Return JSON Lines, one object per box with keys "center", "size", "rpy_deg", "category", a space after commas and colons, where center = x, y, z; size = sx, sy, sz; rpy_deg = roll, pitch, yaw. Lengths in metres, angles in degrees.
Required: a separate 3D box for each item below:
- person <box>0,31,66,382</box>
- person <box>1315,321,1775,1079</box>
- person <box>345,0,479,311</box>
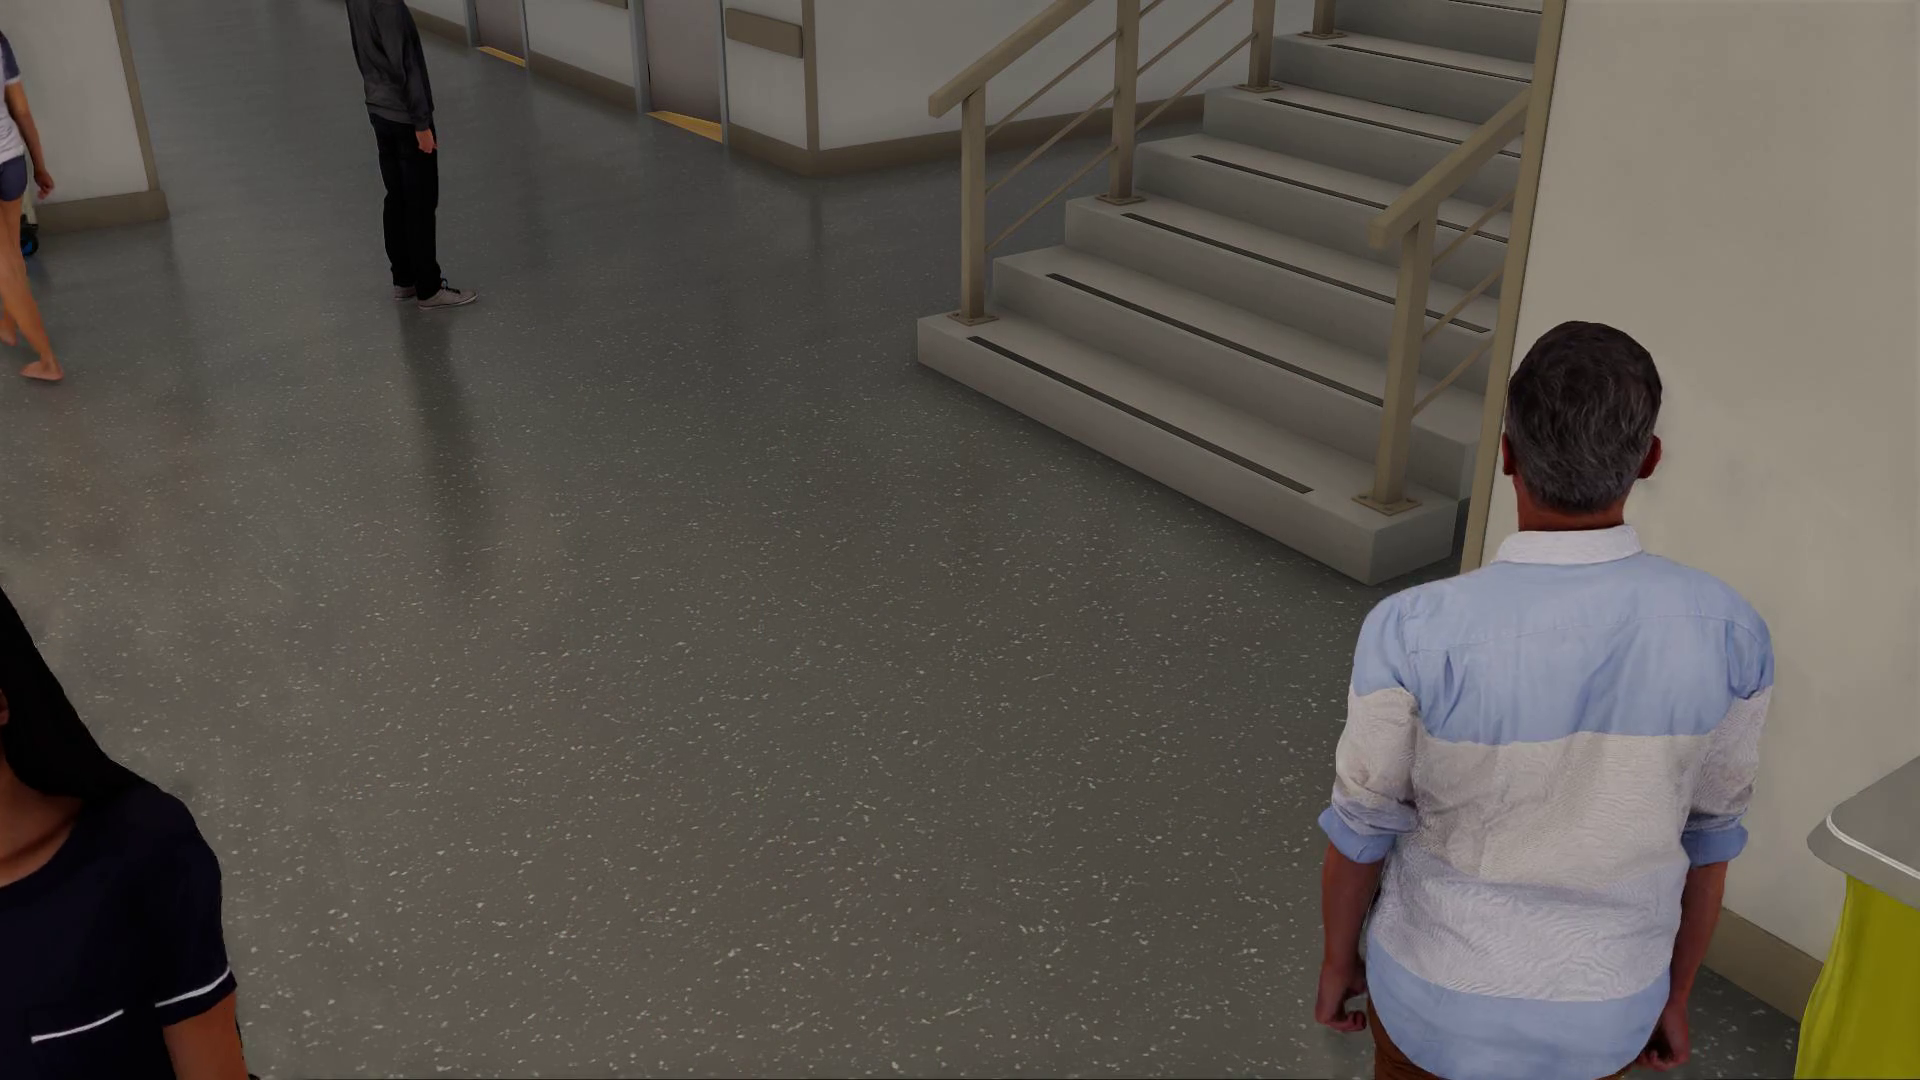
{"center": [-3.890, -1.462, 6.710], "size": [0.926, 1.707, 1.004], "rpy_deg": [14, 29, 27], "category": "person"}
{"center": [0.771, 0.630, 2.249], "size": [0.817, 1.814, 0.891], "rpy_deg": [2, 26, 5], "category": "person"}
{"center": [-2.581, -1.952, 7.664], "size": [0.582, 1.761, 0.647], "rpy_deg": [-22, 34, -38], "category": "person"}
